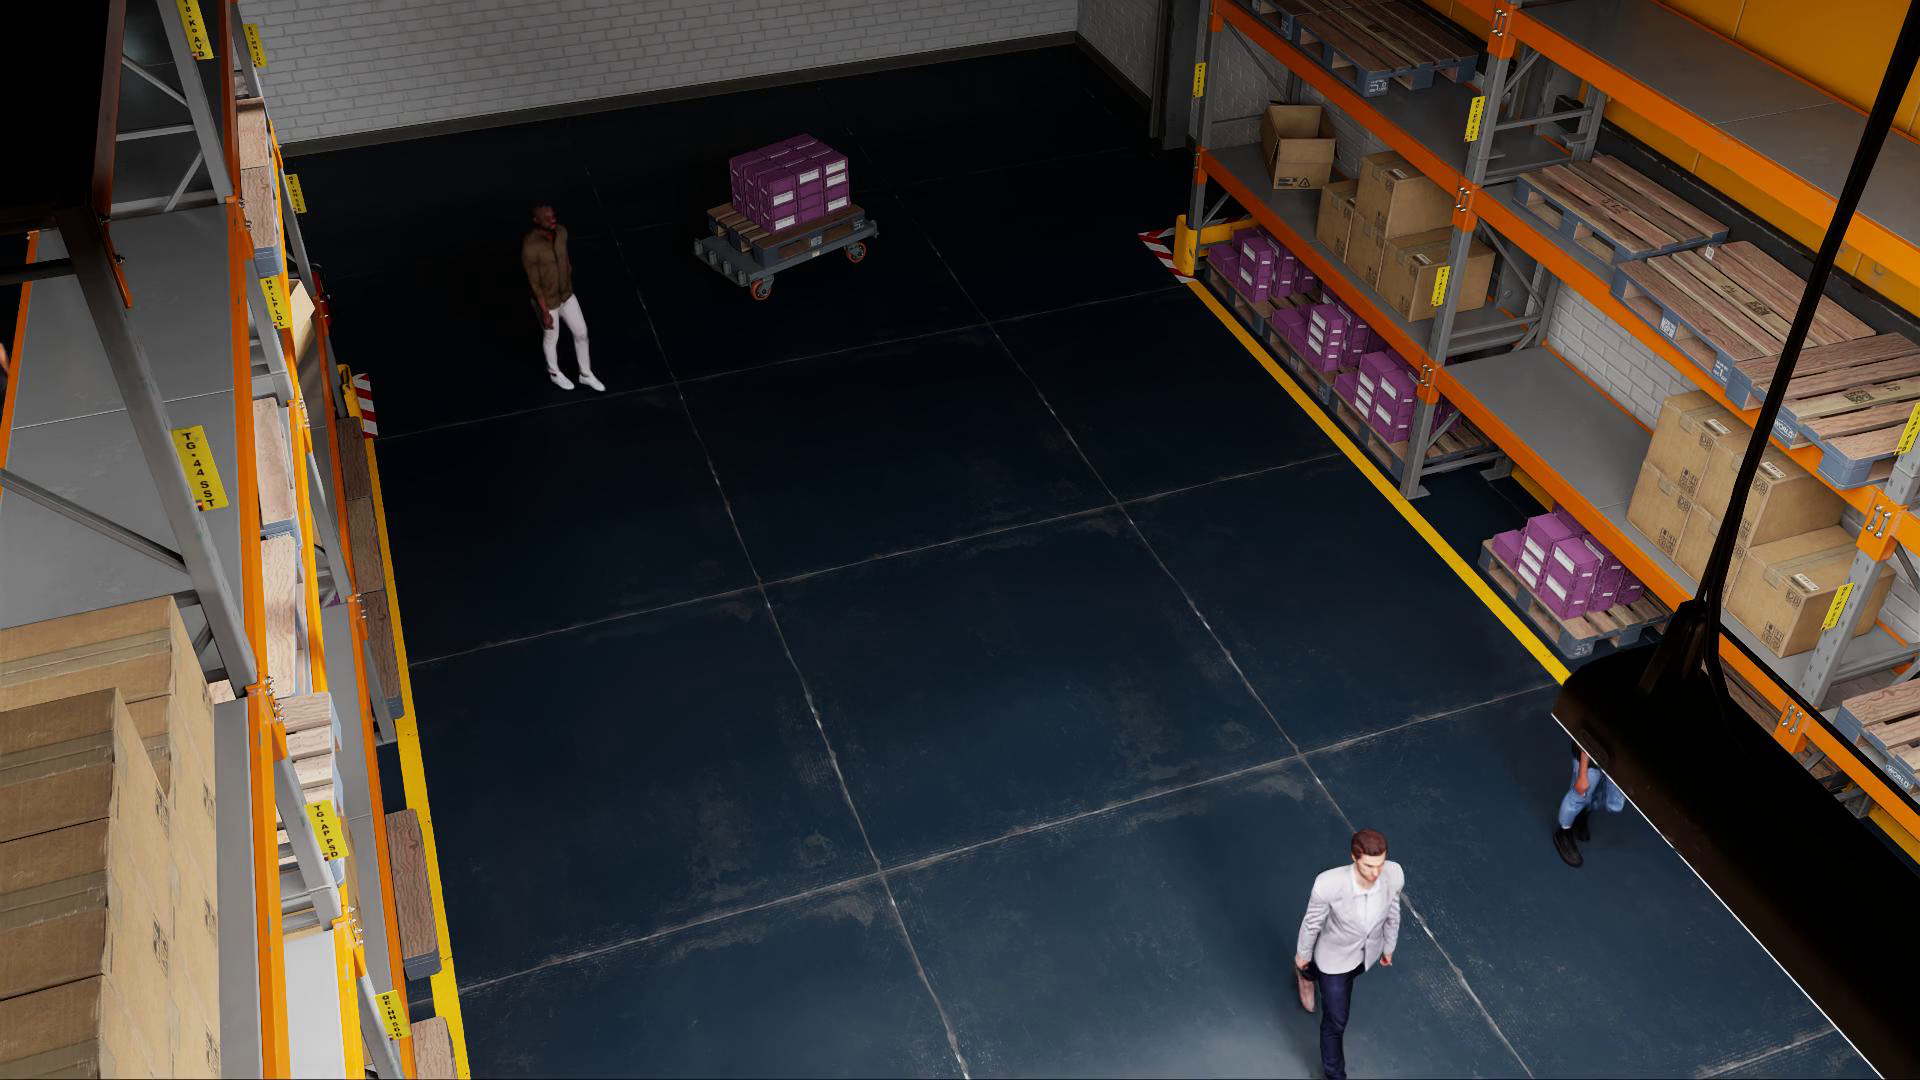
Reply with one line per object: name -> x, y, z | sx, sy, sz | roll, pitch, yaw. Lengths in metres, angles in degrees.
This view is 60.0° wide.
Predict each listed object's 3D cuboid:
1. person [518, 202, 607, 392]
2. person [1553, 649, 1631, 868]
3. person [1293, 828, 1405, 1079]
person -> -3.565, -2.098, 14.342 | 0.978, 1.804, 0.922 | 27, 46, 29
person -> 3.859, 1.293, 10.187 | 0.557, 1.689, 0.614 | -13, 41, -16
person -> 2.063, 2.151, 9.009 | 0.743, 1.819, 1.214 | -9, 40, -12
